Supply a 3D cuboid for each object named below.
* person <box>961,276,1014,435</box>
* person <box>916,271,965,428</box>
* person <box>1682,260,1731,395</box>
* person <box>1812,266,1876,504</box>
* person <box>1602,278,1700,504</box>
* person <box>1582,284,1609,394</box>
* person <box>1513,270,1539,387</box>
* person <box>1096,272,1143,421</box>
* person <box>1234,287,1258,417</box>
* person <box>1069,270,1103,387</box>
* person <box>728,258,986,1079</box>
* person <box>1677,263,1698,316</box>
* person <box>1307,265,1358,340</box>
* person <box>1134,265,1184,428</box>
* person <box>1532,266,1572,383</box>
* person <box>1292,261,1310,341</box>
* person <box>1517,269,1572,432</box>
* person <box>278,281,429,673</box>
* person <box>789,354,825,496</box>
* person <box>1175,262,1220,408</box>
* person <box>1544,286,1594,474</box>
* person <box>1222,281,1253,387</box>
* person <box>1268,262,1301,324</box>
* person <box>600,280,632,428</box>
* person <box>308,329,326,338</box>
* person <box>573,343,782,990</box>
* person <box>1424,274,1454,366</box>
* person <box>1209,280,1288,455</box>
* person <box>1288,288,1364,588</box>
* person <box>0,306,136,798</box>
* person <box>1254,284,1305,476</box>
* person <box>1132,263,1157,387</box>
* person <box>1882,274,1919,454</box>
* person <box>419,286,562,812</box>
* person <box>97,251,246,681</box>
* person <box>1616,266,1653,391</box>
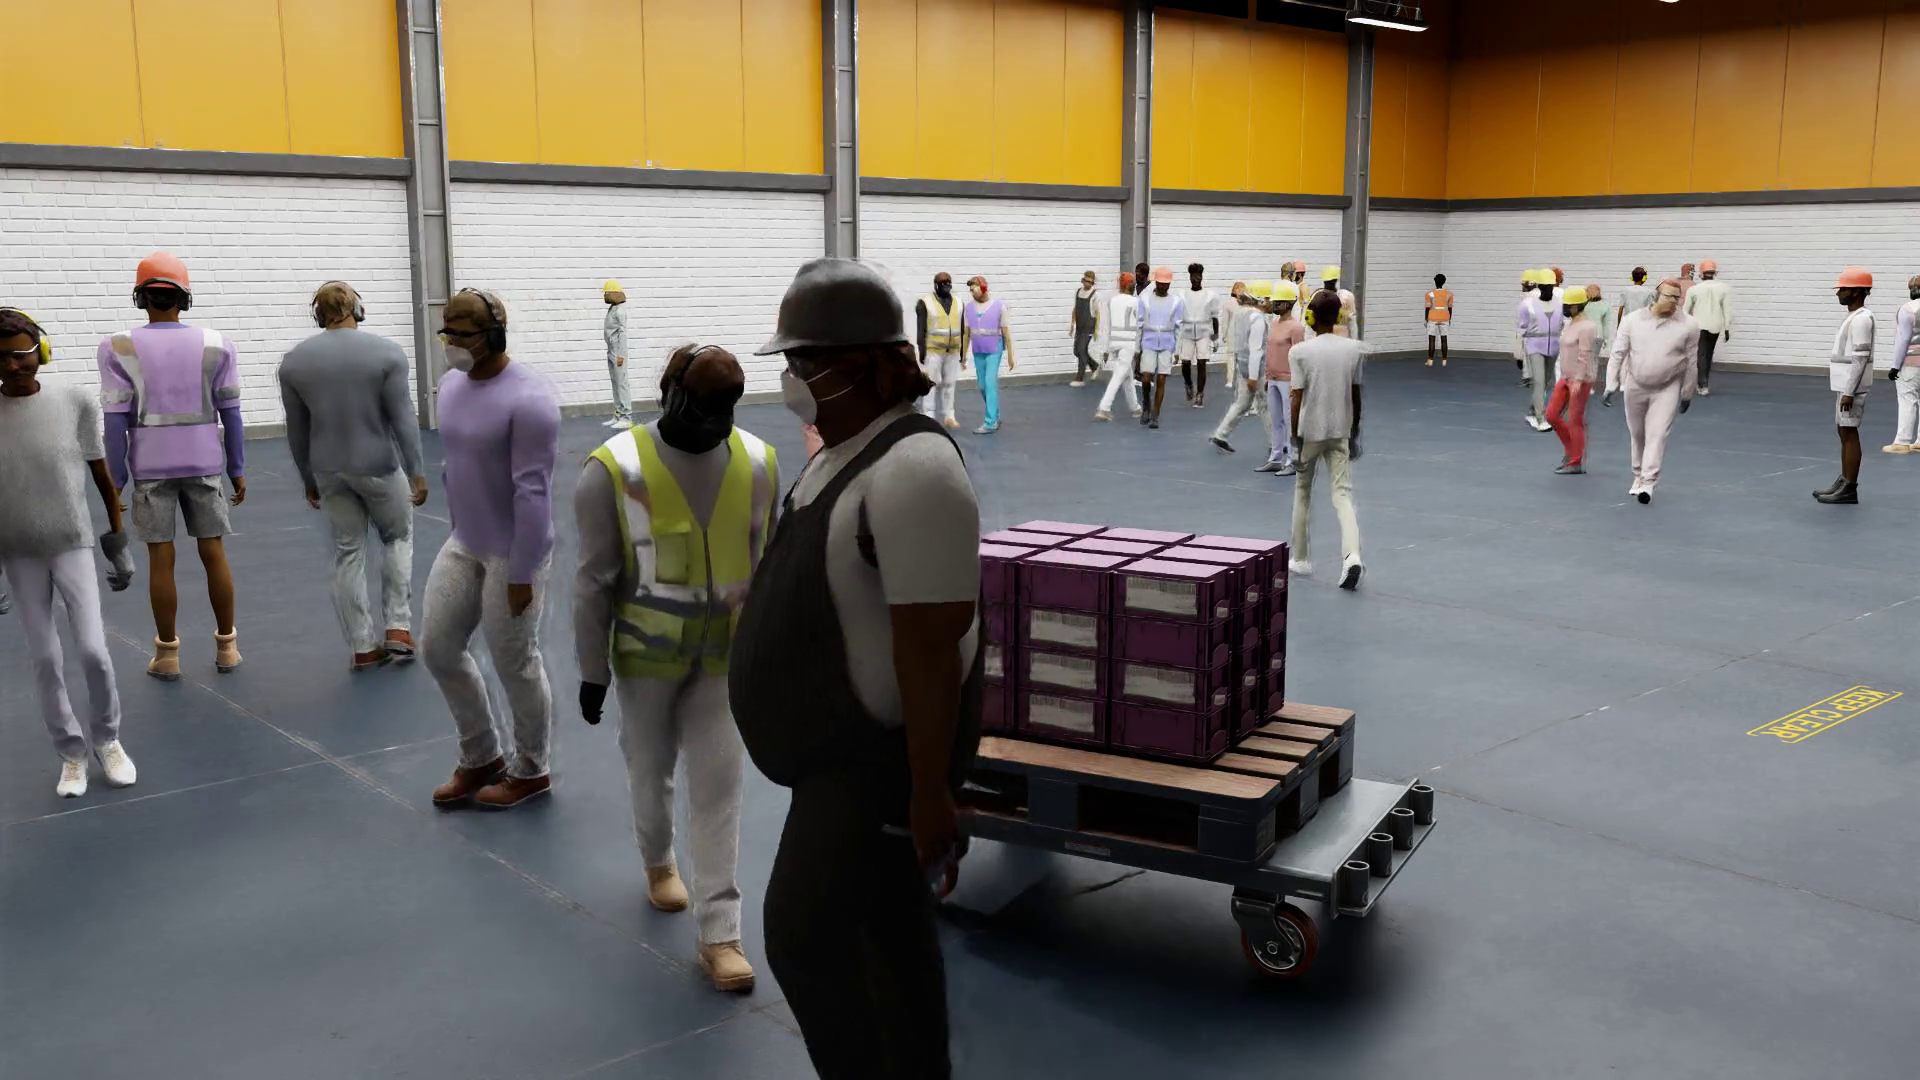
[{"bbox_3d":[0.336,-2.129,19.131,0.642,1.800,0.772,7,12,34],"label":"person"},{"bbox_3d":[-0.208,-2.223,19.540,0.632,1.842,0.429,-5,11,-26],"label":"person"},{"bbox_3d":[10.930,-3.115,24.432,0.645,1.944,1.007,1,10,8],"label":"person"},{"bbox_3d":[7.263,-1.260,13.618,0.358,1.938,0.542,4,10,22],"label":"person"},{"bbox_3d":[5.713,-1.236,13.756,0.659,1.837,1.043,6,11,31],"label":"person"},{"bbox_3d":[9.248,-2.928,24.337,0.504,1.623,0.473,0,10,2],"label":"person"},{"bbox_3d":[8.753,-3.255,25.676,0.494,1.815,0.602,2,10,13],"label":"person"},{"bbox_3d":[2.020,-2.389,20.574,1.018,1.837,0.576,-8,13,-40],"label":"person"},{"bbox_3d":[3.613,-2.370,21.021,0.315,1.633,0.519,7,12,34],"label":"person"},{"bbox_3d":[1.995,-3.281,25.815,0.644,1.815,0.560,-8,13,-40],"label":"person"},{"bbox_3d":[-0.264,0.408,3.550,0.621,2.000,0.717,-3,10,-15],"label":"person"},{"bbox_3d":[12.348,-3.758,28.364,0.401,1.902,0.642,-4,11,-24],"label":"person"},{"bbox_3d":[4.867,-2.631,21.754,0.663,1.899,0.505,6,11,30],"label":"person"},{"bbox_3d":[2.335,-2.257,19.520,0.570,1.915,0.415,1,10,4],"label":"person"},{"bbox_3d":[7.916,-2.708,22.251,0.583,1.883,0.339,1,10,7],"label":"person"},{"bbox_3d":[5.411,-3.495,26.707,0.373,1.935,0.552,-1,10,-6],"label":"person"},{"bbox_3d":[6.796,-2.214,19.405,0.591,1.881,1.021,-1,10,-5],"label":"person"},{"bbox_3d":[-2.943,-0.309,8.158,0.709,1.897,0.515,0,10,0],"label":"person"},{"bbox_3d":[-1.213,-1.306,14.128,0.418,1.873,0.731,7,12,37],"label":"person"},{"bbox_3d":[3.161,-2.743,22.275,0.650,1.944,0.531,2,10,14],"label":"person"},{"bbox_3d":[5.655,-1.466,15.372,0.371,1.752,0.522,-1,10,-8],"label":"person"},{"bbox_3d":[4.285,-3.160,25.630,0.500,1.633,0.286,1,10,7],"label":"person"},{"bbox_3d":[4.750,-3.083,24.303,0.373,1.935,0.628,-6,11,-29],"label":"person"},{"bbox_3d":[-4.085,-2.200,19.690,0.295,1.743,0.493,-5,11,-28],"label":"person"},{"bbox_3d":[-5.378,-1.277,14.464,0.539,1.678,0.648,-4,10,-20],"label":"person"},{"bbox_3d":[-0.812,0.319,4.859,0.648,1.786,0.940,-4,11,-24],"label":"person"},{"bbox_3d":[8.783,-4.031,30.550,0.535,1.697,0.318,0,10,-2],"label":"person"},{"bbox_3d":[2.989,-1.745,16.898,0.898,1.794,0.590,0,10,-3],"label":"person"},{"bbox_3d":[2.278,-0.637,10.292,0.519,1.836,0.906,-1,10,-4],"label":"person"},{"bbox_3d":[-3.372,0.063,6.154,0.548,1.840,0.481,-5,11,-25],"label":"person"},{"bbox_3d":[2.974,-1.475,15.382,0.313,1.769,0.523,-4,10,-22],"label":"person"},{"bbox_3d":[2.863,-3.338,25.852,0.399,1.915,0.588,-7,12,-34],"label":"person"},{"bbox_3d":[9.799,-1.796,17.056,0.622,1.838,0.429,-3,10,-17],"label":"person"},{"bbox_3d":[-1.681,0.065,5.925,0.650,1.912,0.571,8,12,39],"label":"person"},{"bbox_3d":[-3.765,-0.350,7.984,0.614,2.041,0.390,-6,12,-33],"label":"person"},{"bbox_3d":[10.086,-3.144,24.851,0.532,1.868,0.309,7,12,35],"label":"person"}]
